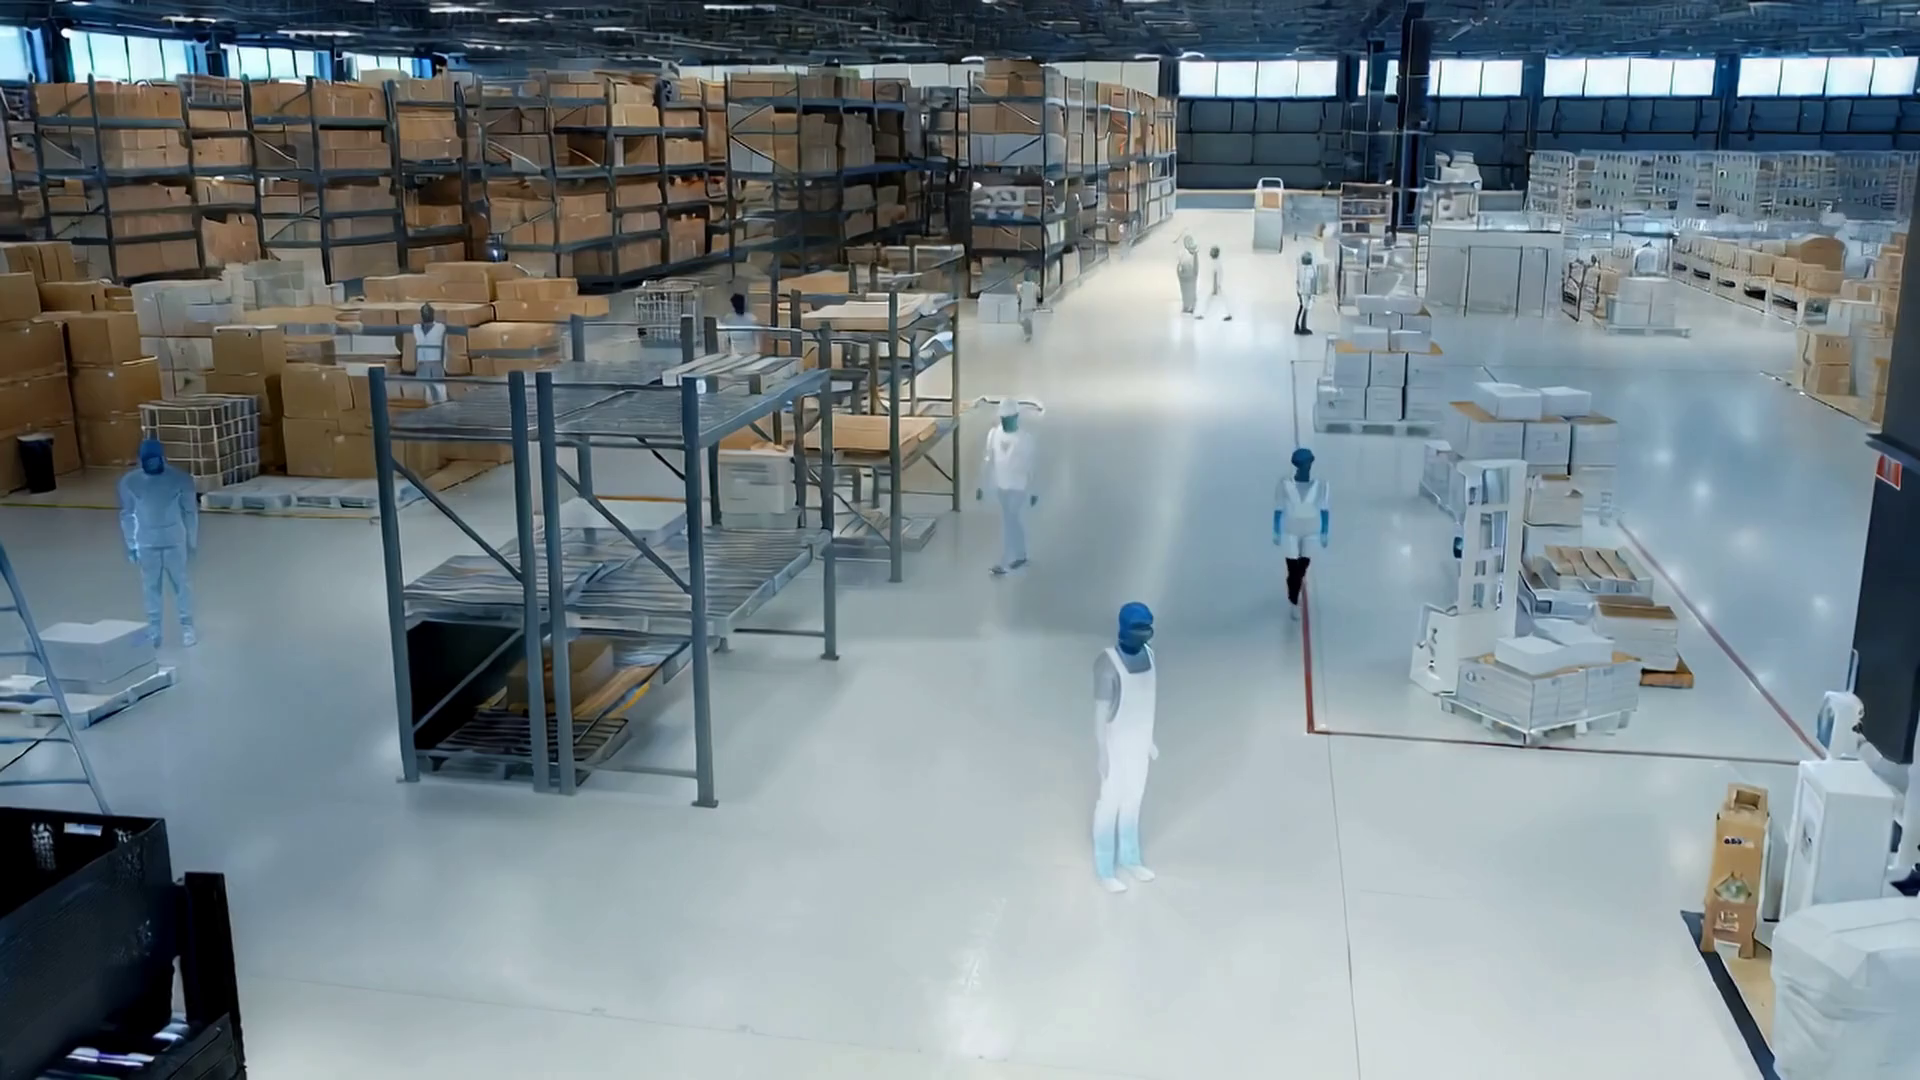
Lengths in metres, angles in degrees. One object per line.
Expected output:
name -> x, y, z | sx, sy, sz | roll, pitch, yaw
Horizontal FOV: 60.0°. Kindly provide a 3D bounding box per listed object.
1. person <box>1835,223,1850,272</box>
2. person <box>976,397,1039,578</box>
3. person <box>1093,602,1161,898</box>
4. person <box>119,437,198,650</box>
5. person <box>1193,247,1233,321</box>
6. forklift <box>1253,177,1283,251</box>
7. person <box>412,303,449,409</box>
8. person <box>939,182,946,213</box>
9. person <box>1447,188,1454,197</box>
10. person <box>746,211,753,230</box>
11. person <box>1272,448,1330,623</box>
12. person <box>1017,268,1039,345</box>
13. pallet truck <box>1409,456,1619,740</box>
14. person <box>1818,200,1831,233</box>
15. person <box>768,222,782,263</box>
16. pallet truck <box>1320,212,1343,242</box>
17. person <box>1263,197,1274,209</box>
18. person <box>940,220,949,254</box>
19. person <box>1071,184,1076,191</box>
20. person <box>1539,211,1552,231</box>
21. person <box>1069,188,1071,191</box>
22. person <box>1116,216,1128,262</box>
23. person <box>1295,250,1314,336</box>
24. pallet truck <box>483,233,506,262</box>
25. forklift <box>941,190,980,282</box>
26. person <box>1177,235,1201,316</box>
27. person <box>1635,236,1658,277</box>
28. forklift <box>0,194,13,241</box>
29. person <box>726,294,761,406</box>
person -> 27.883, -9.137, 52.595 | 0.311, 1.768, 0.533 | -7, 16, -27
person -> 0.474, -0.557, 17.522 | 0.606, 1.883, 0.941 | 11, 18, 38
person -> 1.029, 1.265, 10.210 | 0.505, 1.840, 0.346 | -12, 19, -41
person -> -7.209, 0.027, 15.032 | 0.632, 1.940, 0.372 | -5, 15, -19
person -> 6.300, -6.301, 40.988 | 1.036, 1.814, 0.507 | 8, 16, 30
forklift -> 12.083, -12.747, 64.956 | 1.129, 2.768, 1.873 | 3, 14, 10
person -> -8.509, -2.854, 26.764 | 0.589, 1.922, 0.393 | 1, 14, 5
person -> -0.975, -19.518, 94.783 | 0.560, 1.743, 0.334 | -6, 15, -23
person -> 23.421, -15.911, 79.826 | 0.623, 1.903, 1.112 | 0, 14, 1
person -> -9.561, -14.815, 75.412 | 0.567, 1.877, 1.005 | 0, 14, 0
person -> 3.287, -0.094, 16.117 | 0.530, 1.654, 0.885 | 0, 14, 0
person -> 1.508, -5.081, 36.305 | 0.540, 1.682, 0.540 | -7, 15, -25
pallet truck -> 4.504, 0.400, 13.395 | 0.823, 1.965, 1.885 | -6, 15, -23
person -> 35.732, -13.139, 68.740 | 0.403, 1.820, 0.602 | -5, 15, -20
person -> -6.547, -10.910, 59.367 | 0.608, 1.994, 1.087 | -4, 14, -14
pallet truck -> 15.874, -13.227, 70.310 | 0.680, 1.201, 1.601 | 10, 17, 35
person -> 12.798, -13.404, 69.620 | 0.634, 1.916, 0.802 | 8, 16, 30
person -> -0.319, -9.053, 51.953 | 0.642, 1.913, 0.408 | -8, 16, -29
person -> 6.168, -18.047, 88.473 | 0.633, 1.906, 0.915 | -1, 14, -4
person -> 21.721, -11.377, 61.846 | 0.541, 1.682, 0.447 | -2, 14, -9
person -> 5.427, -16.740, 83.394 | 0.654, 1.796, 0.933 | 1, 14, 3
person -> 5.784, -10.775, 59.540 | 0.391, 1.612, 0.513 | -1, 14, -4
person -> 7.910, -5.661, 38.124 | 0.365, 1.939, 0.542 | -6, 15, -22
pallet truck -> -11.832, -7.026, 43.548 | 1.885, 1.965, 0.823 | 8, 16, 28
forklift -> 0.094, -9.432, 51.498 | 1.129, 2.768, 1.873 | 3, 14, 10
person -> 5.740, -6.694, 42.110 | 0.538, 2.000, 0.684 | 12, 18, 40
person -> 18.673, -7.358, 45.269 | 0.597, 1.817, 0.536 | 2, 14, 8
forklift -> -27.813, -8.564, 47.973 | 1.129, 2.768, 1.873 | 3, 14, 10
person -> -3.651, -3.198, 28.161 | 0.651, 1.911, 0.971 | 1, 14, 3
